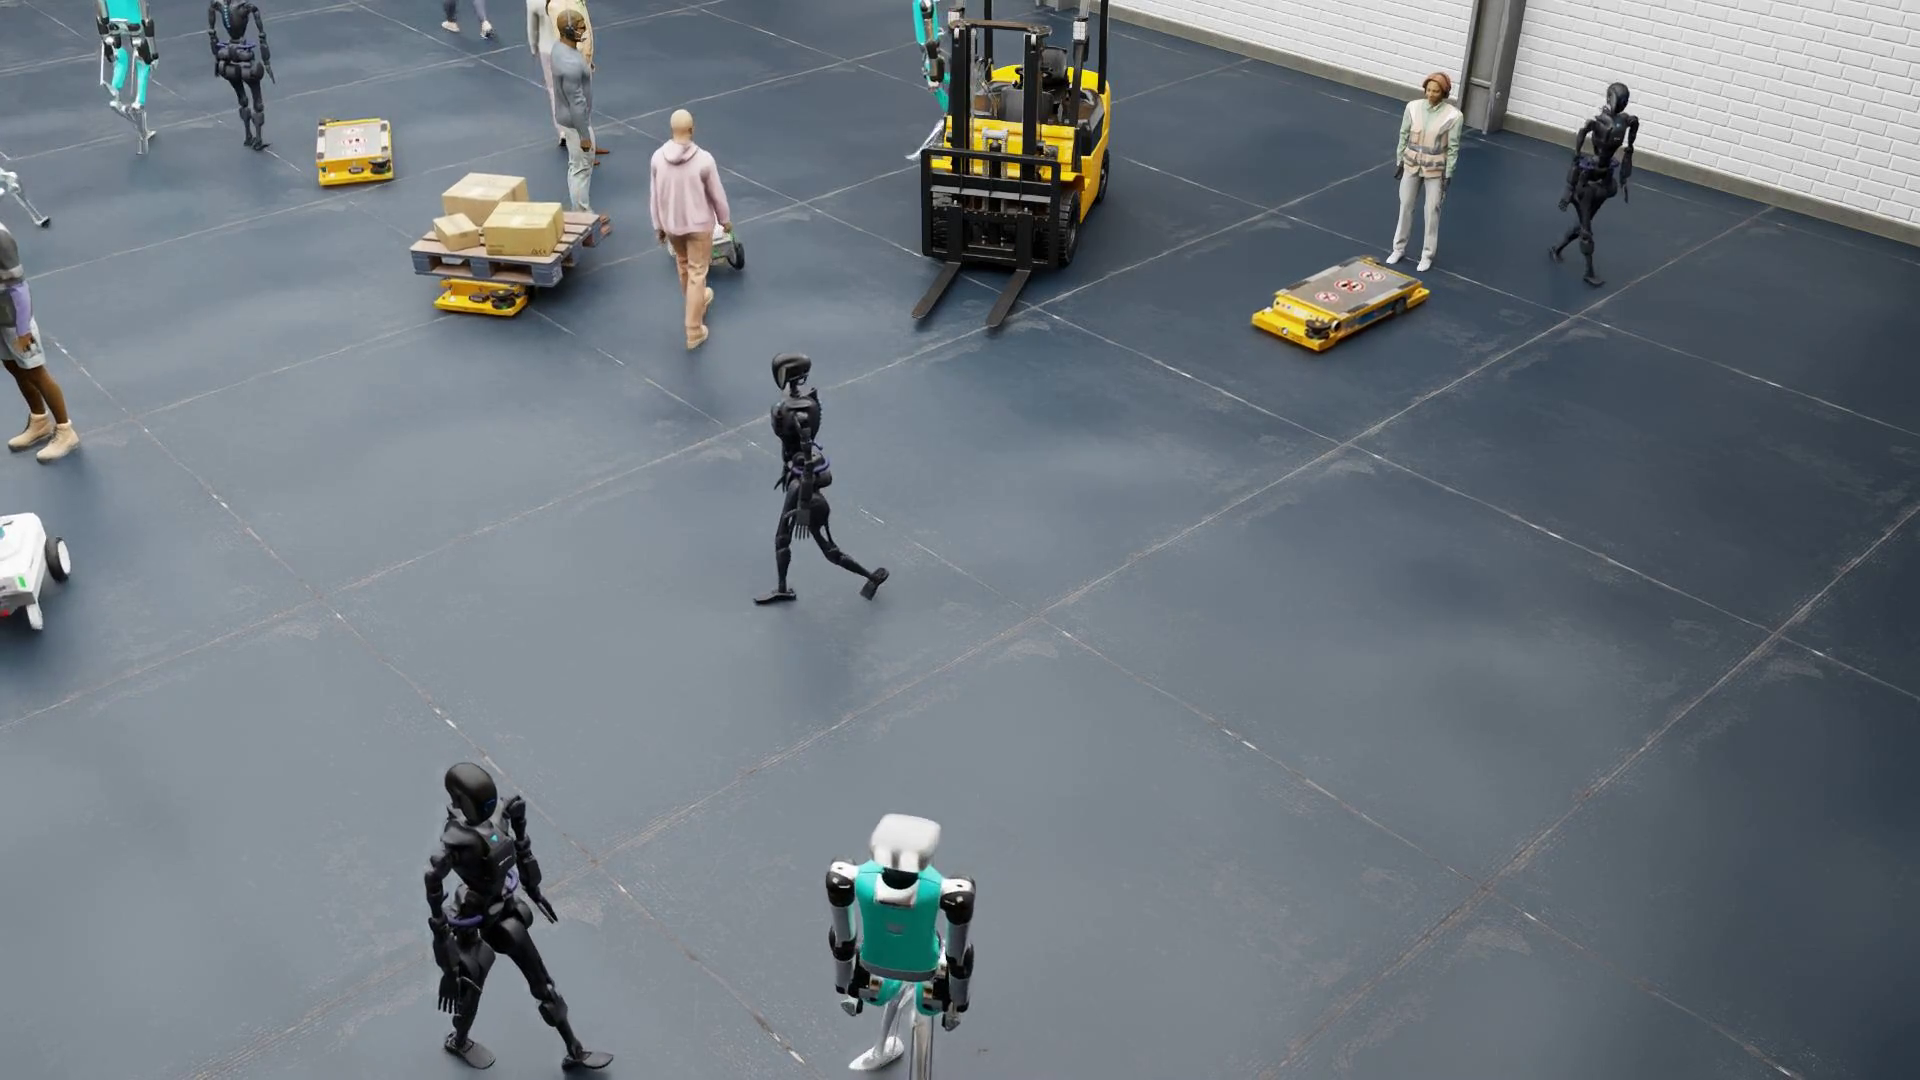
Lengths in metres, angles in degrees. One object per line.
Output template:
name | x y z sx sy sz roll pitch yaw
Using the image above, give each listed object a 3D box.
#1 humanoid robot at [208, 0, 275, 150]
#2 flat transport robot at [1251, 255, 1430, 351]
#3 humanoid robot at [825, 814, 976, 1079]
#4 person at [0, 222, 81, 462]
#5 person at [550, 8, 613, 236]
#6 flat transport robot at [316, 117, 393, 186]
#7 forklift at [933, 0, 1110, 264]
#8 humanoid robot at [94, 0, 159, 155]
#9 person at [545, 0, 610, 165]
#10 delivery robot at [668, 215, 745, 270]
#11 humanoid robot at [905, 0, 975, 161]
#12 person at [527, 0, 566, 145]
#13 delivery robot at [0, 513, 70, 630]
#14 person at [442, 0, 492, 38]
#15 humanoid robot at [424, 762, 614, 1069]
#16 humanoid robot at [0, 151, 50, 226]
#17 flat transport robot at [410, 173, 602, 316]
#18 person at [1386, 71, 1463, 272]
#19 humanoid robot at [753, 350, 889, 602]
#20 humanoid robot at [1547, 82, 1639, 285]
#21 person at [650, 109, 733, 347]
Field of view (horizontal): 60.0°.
humanoid robot | -6.913 -4.592 15.954 0.610 1.637 0.437 4 33 6
flat transport robot | 3.004 -1.870 13.047 1.431 0.231 0.659 -26 41 -34
humanoid robot | -0.187 1.579 6.404 0.590 1.781 0.869 5 33 8
person | -6.240 -1.464 10.803 0.612 2.036 0.396 21 39 29
person | -3.230 -3.519 14.066 0.369 1.932 0.621 -11 35 -16
flat transport robot | -5.791 -3.741 15.923 0.659 0.231 1.431 -9 34 -14
forklift | 0.570 -3.725 14.138 1.214 2.155 2.313 9 34 13
humanoid robot | -7.985 -4.529 15.888 0.556 1.896 0.769 1 33 1
person | -3.616 -4.478 15.586 0.410 1.876 0.551 5 33 7
delivery robot | -2.165 -2.533 13.796 0.499 0.586 0.765 -19 38 -26
humanoid robot | -0.140 -4.448 15.662 0.919 1.758 0.556 -5 33 -8
person | -3.895 -4.746 16.130 0.531 1.732 0.852 -8 34 -13
delivery robot | -5.533 0.161 9.671 0.499 0.603 0.803 -10 34 -15
person | -5.765 -6.705 19.049 0.806 1.829 0.908 -22 39 -30
humanoid robot | -1.838 1.533 6.561 0.767 1.620 0.610 16 36 23
humanoid robot | -8.271 -3.377 14.102 0.809 1.856 0.530 -8 34 -12
flat transport robot | -3.657 -2.221 13.586 0.659 0.231 1.431 7 34 11
person | 3.783 -3.001 13.531 0.512 1.634 0.312 23 40 31
humanoid robot | -0.825 -0.329 9.445 0.786 1.650 0.598 -10 34 -14
humanoid robot | 5.110 -2.894 13.385 0.587 1.633 0.751 -9 34 -13
person | -1.981 -2.389 12.482 0.548 1.752 0.795 8 34 11
